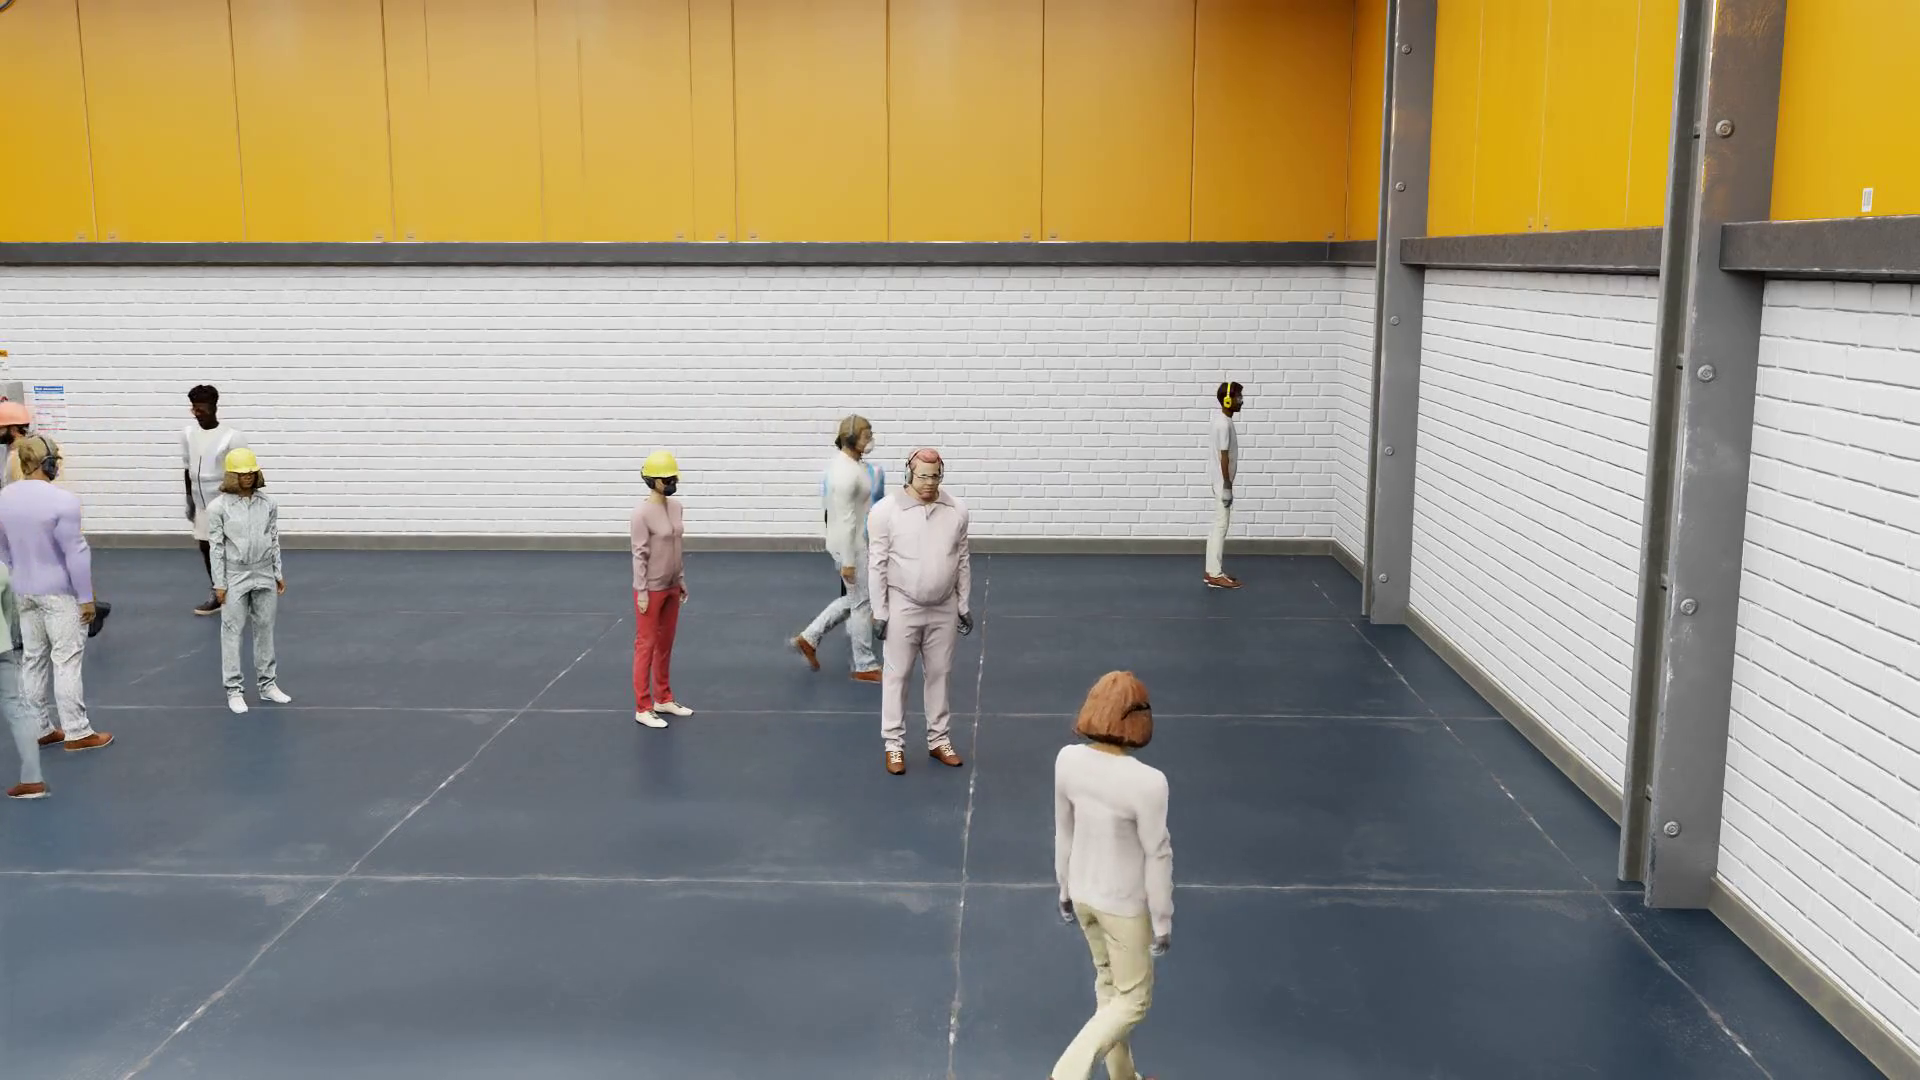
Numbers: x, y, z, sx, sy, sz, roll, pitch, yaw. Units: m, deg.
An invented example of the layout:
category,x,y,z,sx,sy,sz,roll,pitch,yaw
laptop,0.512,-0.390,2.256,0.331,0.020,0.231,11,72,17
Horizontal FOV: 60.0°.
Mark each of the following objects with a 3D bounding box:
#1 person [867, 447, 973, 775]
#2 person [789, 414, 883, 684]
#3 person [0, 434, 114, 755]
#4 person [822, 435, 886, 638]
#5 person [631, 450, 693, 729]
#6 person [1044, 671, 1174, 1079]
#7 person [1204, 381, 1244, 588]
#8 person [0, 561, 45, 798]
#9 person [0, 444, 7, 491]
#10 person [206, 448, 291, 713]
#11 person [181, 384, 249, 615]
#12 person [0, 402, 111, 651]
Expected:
category,x,y,z,sx,sy,sz,roll,pitch,yaw
person,-0.217,0.403,9.694,0.638,1.903,0.408,-4,11,-23
person,-0.811,0.069,11.613,0.683,1.918,0.638,0,10,-2
person,-5.469,0.332,9.997,0.633,1.938,0.366,3,10,17
person,-0.826,-0.047,12.994,0.555,1.659,0.403,-4,11,-23
person,-1.906,0.304,10.662,0.331,1.768,0.526,4,10,22
person,0.481,1.237,5.632,0.654,1.611,0.510,-8,13,-40
person,2.403,-0.506,15.105,0.309,1.868,0.535,0,10,2
person,-5.458,0.643,9.161,0.856,1.585,0.524,3,10,15
person,-8.427,-0.317,14.168,0.661,1.824,0.548,-8,12,-38
person,-4.697,0.258,11.001,0.295,1.743,0.493,7,12,36
person,-6.185,-0.323,13.801,0.633,1.954,0.403,3,10,17
person,-6.940,-0.100,12.612,0.694,1.922,0.555,-5,11,-26
